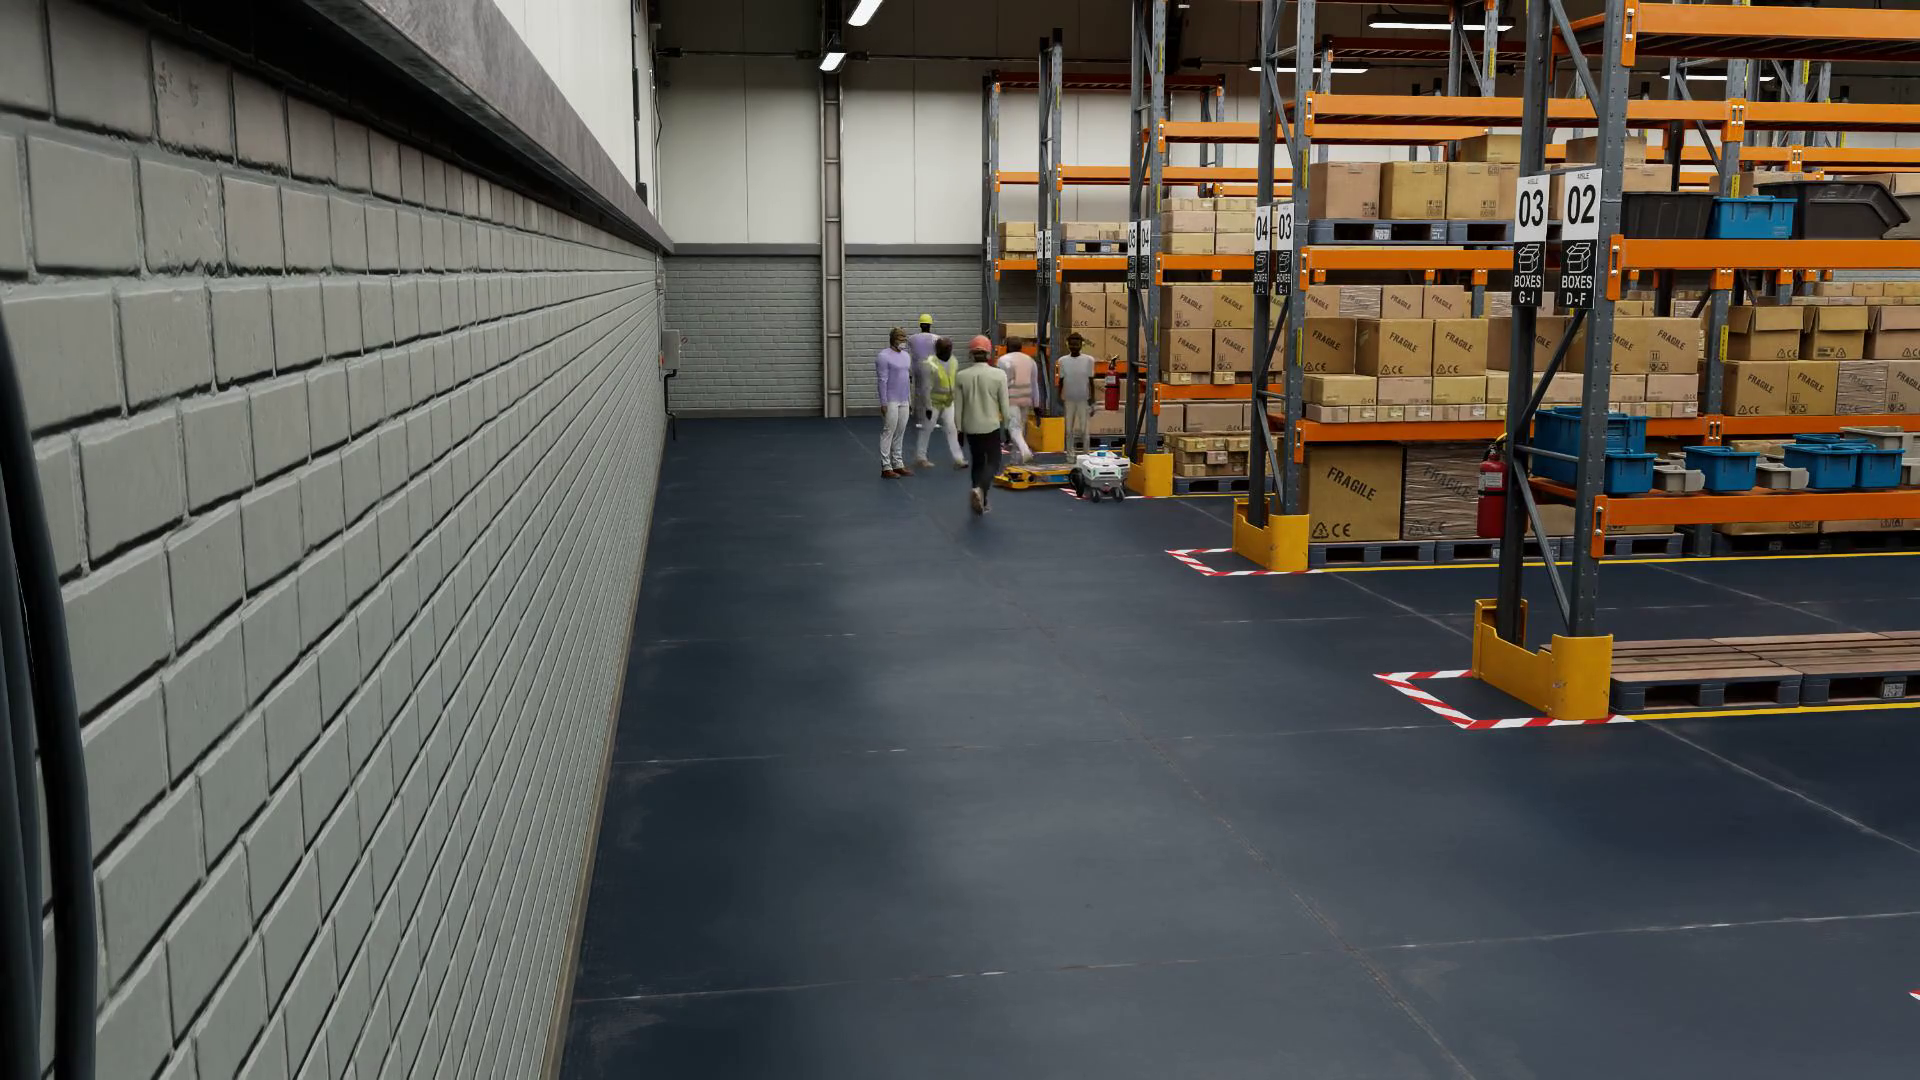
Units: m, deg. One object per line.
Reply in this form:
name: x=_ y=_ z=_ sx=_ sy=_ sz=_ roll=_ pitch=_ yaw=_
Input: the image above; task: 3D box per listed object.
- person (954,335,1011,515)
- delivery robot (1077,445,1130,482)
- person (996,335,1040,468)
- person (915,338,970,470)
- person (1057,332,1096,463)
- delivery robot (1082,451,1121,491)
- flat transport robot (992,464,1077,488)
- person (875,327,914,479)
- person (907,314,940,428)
person: x=0.214 y=-1.211 z=17.852 sx=0.620 sy=1.968 sz=0.747 roll=4 pitch=10 yaw=23
delivery robot: x=1.721 y=-0.898 z=19.968 sx=0.477 sy=0.478 sz=0.707 roll=-6 pitch=11 yaw=-34
person: x=0.811 y=-1.795 z=21.969 sx=0.654 sy=1.810 sz=0.764 roll=-7 pitch=11 yaw=-35
person: x=-0.253 y=-1.807 z=22.151 sx=0.657 sy=1.765 sz=0.987 roll=-8 pitch=12 yaw=-39
person: x=1.545 y=-1.816 z=21.968 sx=0.525 sy=1.849 sz=0.384 roll=2 pitch=9 yaw=12
delivery robot: x=1.638 y=-0.786 z=19.277 sx=0.477 sy=0.478 sz=0.707 roll=-1 pitch=9 yaw=-6
flat transport robot: x=1.157 y=-0.804 z=20.549 sx=1.431 sy=0.197 sz=0.652 roll=-4 pitch=10 yaw=-23
person: x=-0.822 y=-1.757 z=21.318 sx=0.373 sy=1.935 sz=0.627 roll=6 pitch=11 yaw=33
person: x=-0.582 y=-2.837 z=28.001 sx=0.594 sy=1.922 sz=0.385 roll=2 pitch=9 yaw=11
